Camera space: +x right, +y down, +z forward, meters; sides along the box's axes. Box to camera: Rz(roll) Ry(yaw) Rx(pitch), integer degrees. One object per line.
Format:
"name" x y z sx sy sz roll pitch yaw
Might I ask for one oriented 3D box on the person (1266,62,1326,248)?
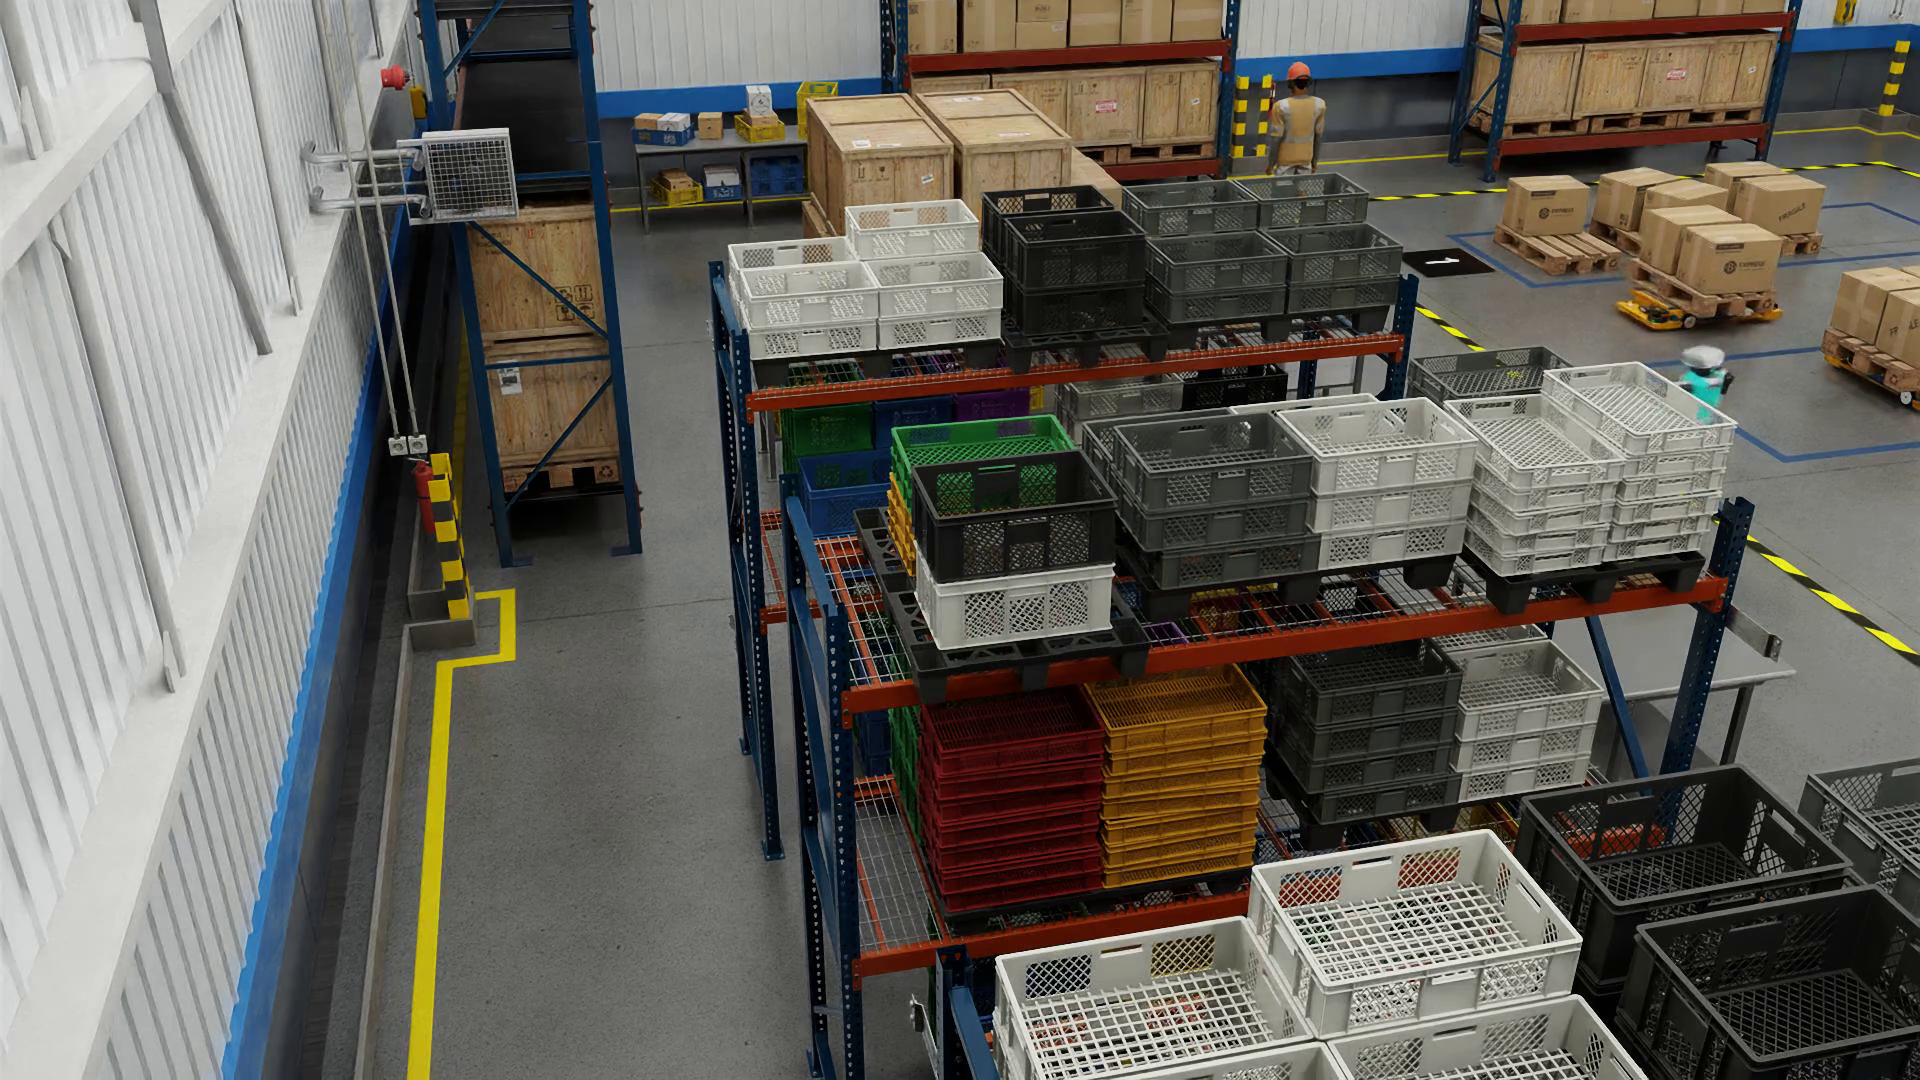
"person" 3.597 -4.126 17.980 0.605 2.039 0.376 -7 28 -12

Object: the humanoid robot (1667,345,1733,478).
"humanoid robot" 4.859 -0.578 11.559 0.541 1.734 1.008 -14 31 -25

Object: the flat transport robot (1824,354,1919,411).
"flat transport robot" 8.473 -1.467 14.800 0.652 0.197 1.431 -6 28 -12

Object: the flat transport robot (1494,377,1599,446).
"flat transport robot" 4.780 -1.036 14.013 0.659 0.231 1.431 -6 28 -12

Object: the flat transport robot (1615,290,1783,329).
"flat transport robot" 7.318 -2.336 16.449 1.431 0.197 0.652 -6 28 -12
